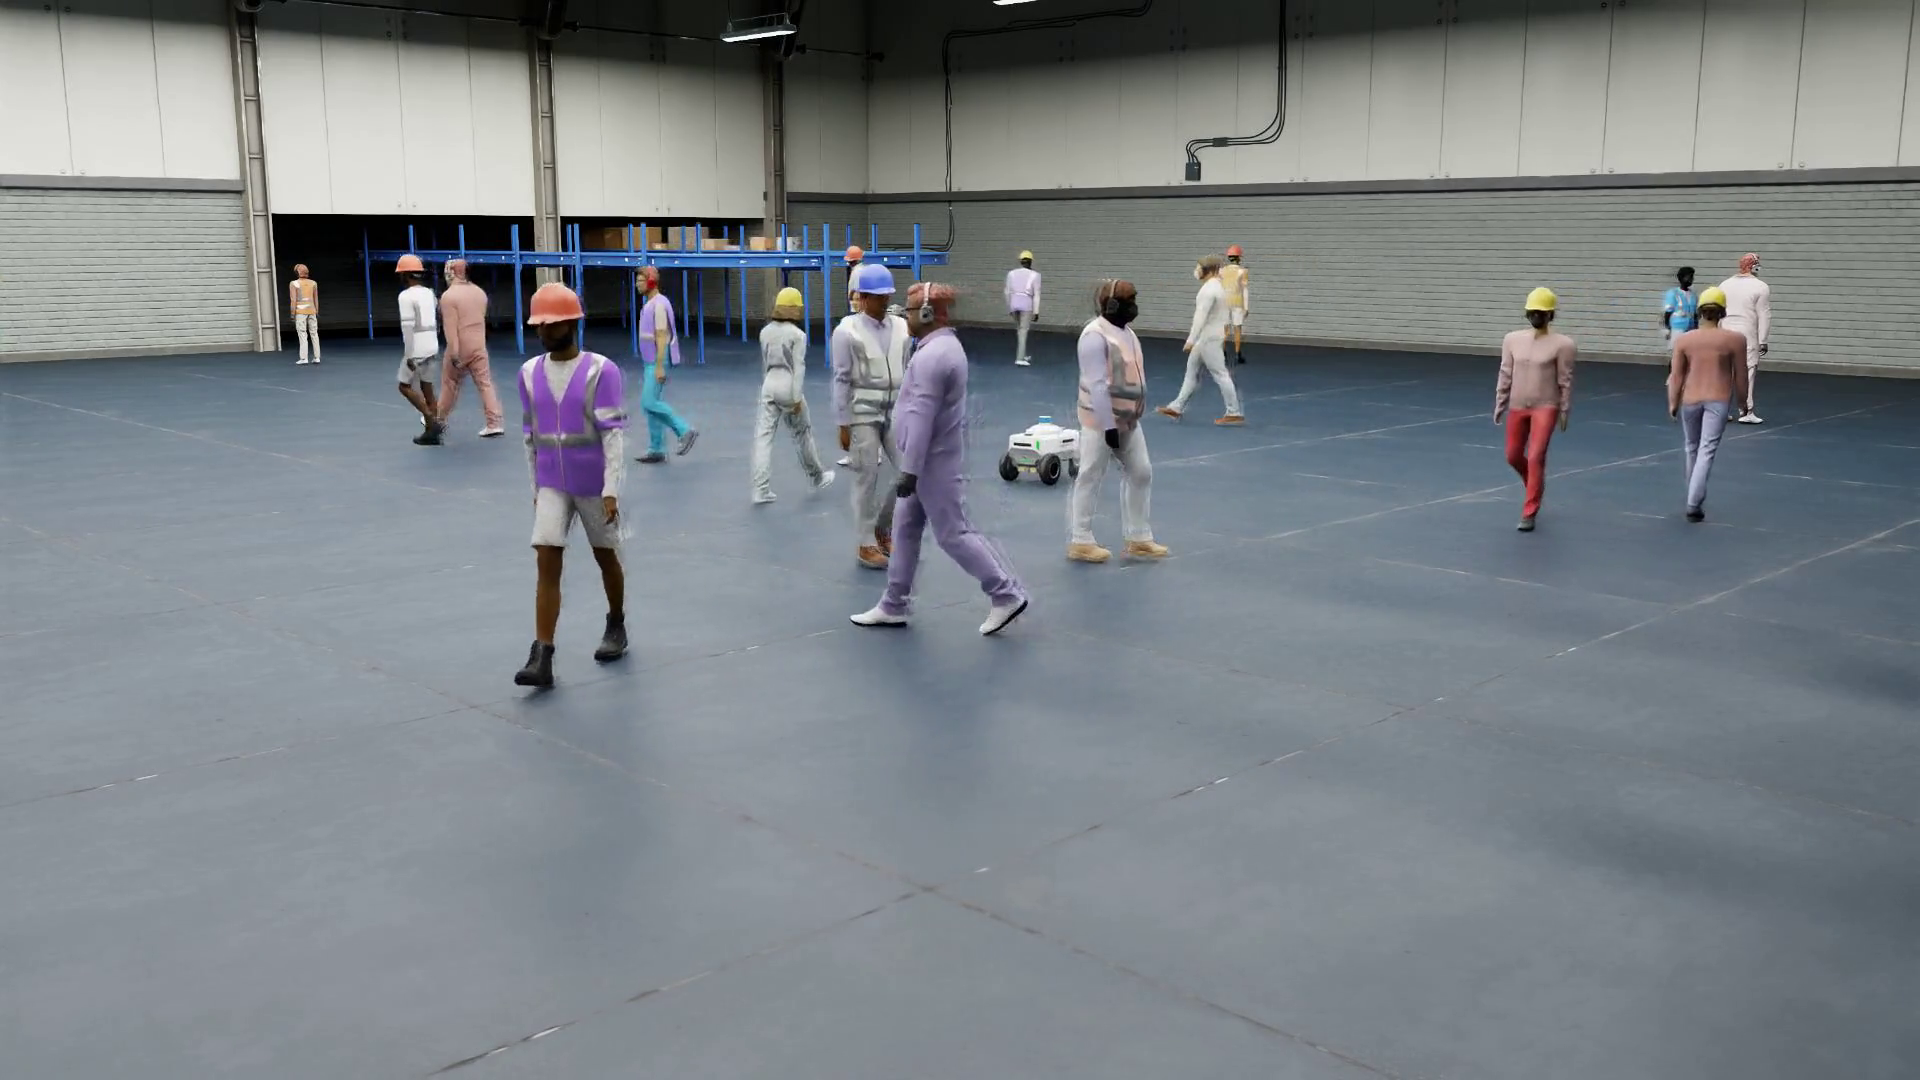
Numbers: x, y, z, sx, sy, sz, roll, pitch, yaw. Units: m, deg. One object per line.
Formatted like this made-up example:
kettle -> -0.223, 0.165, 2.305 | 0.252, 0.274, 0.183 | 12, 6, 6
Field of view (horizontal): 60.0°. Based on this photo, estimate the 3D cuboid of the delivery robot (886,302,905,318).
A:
delivery robot -> -1.552, -5.374, 39.249 | 0.477, 0.478, 0.707 | 4, 11, 20

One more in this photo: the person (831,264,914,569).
person -> -0.528, -0.781, 10.580 | 0.637, 1.927, 0.450 | -7, 12, -33

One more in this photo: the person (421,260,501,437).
person -> -5.285, -2.026, 17.606 | 1.025, 1.850, 0.643 | 6, 12, 30

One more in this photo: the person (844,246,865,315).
person -> -1.555, -3.601, 25.964 | 0.361, 1.950, 0.803 | 2, 11, 12

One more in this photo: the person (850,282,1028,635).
person -> -0.092, -0.429, 8.847 | 0.932, 1.876, 0.647 | 0, 10, 2

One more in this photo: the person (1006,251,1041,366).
person -> 1.050, -3.791, 27.253 | 0.600, 1.835, 1.013 | 5, 11, 25

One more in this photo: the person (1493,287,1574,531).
person -> 4.212, -0.973, 12.131 | 0.527, 1.745, 0.638 | 9, 14, 40

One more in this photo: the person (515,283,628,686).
person -> -1.862, -0.284, 8.003 | 0.559, 1.887, 0.993 | 2, 11, 10

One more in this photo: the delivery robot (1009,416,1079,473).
delivery robot -> 0.739, -0.838, 14.512 | 0.477, 0.478, 0.707 | 7, 13, 35

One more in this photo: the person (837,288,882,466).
person -> -0.899, -1.498, 15.278 | 0.514, 1.644, 0.308 | 6, 12, 29

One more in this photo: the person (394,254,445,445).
person -> -5.476, -1.916, 16.807 | 0.451, 1.925, 0.555 | 4, 11, 19

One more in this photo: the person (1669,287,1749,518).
person -> 5.670, -1.044, 12.616 | 0.527, 1.718, 0.923 | 9, 13, 39

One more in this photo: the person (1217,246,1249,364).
person -> 4.526, -3.909, 27.650 | 0.583, 1.930, 0.369 | 5, 11, 24

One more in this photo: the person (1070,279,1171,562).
person -> 1.046, -0.752, 10.713 | 0.761, 1.820, 0.621 | 7, 12, 32

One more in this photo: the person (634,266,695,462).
person -> -2.807, -1.641, 15.544 | 0.479, 1.828, 0.601 | -4, 11, -21

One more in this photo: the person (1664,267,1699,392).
person -> 9.762, -2.834, 22.428 | 0.552, 1.682, 0.435 | -5, 11, -23

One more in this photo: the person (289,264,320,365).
person -> -10.774, -3.709, 27.346 | 0.308, 1.639, 0.524 | 7, 12, 33

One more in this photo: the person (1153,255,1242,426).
person -> 2.705, -2.229, 18.606 | 1.021, 1.883, 0.634 | 2, 11, 10

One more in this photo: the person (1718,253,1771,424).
person -> 8.856, -2.277, 18.809 | 0.401, 1.907, 0.648 | -6, 12, -31

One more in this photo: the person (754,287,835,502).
person -> -1.380, -1.183, 13.442 | 0.495, 1.687, 0.929 | 6, 12, 29
